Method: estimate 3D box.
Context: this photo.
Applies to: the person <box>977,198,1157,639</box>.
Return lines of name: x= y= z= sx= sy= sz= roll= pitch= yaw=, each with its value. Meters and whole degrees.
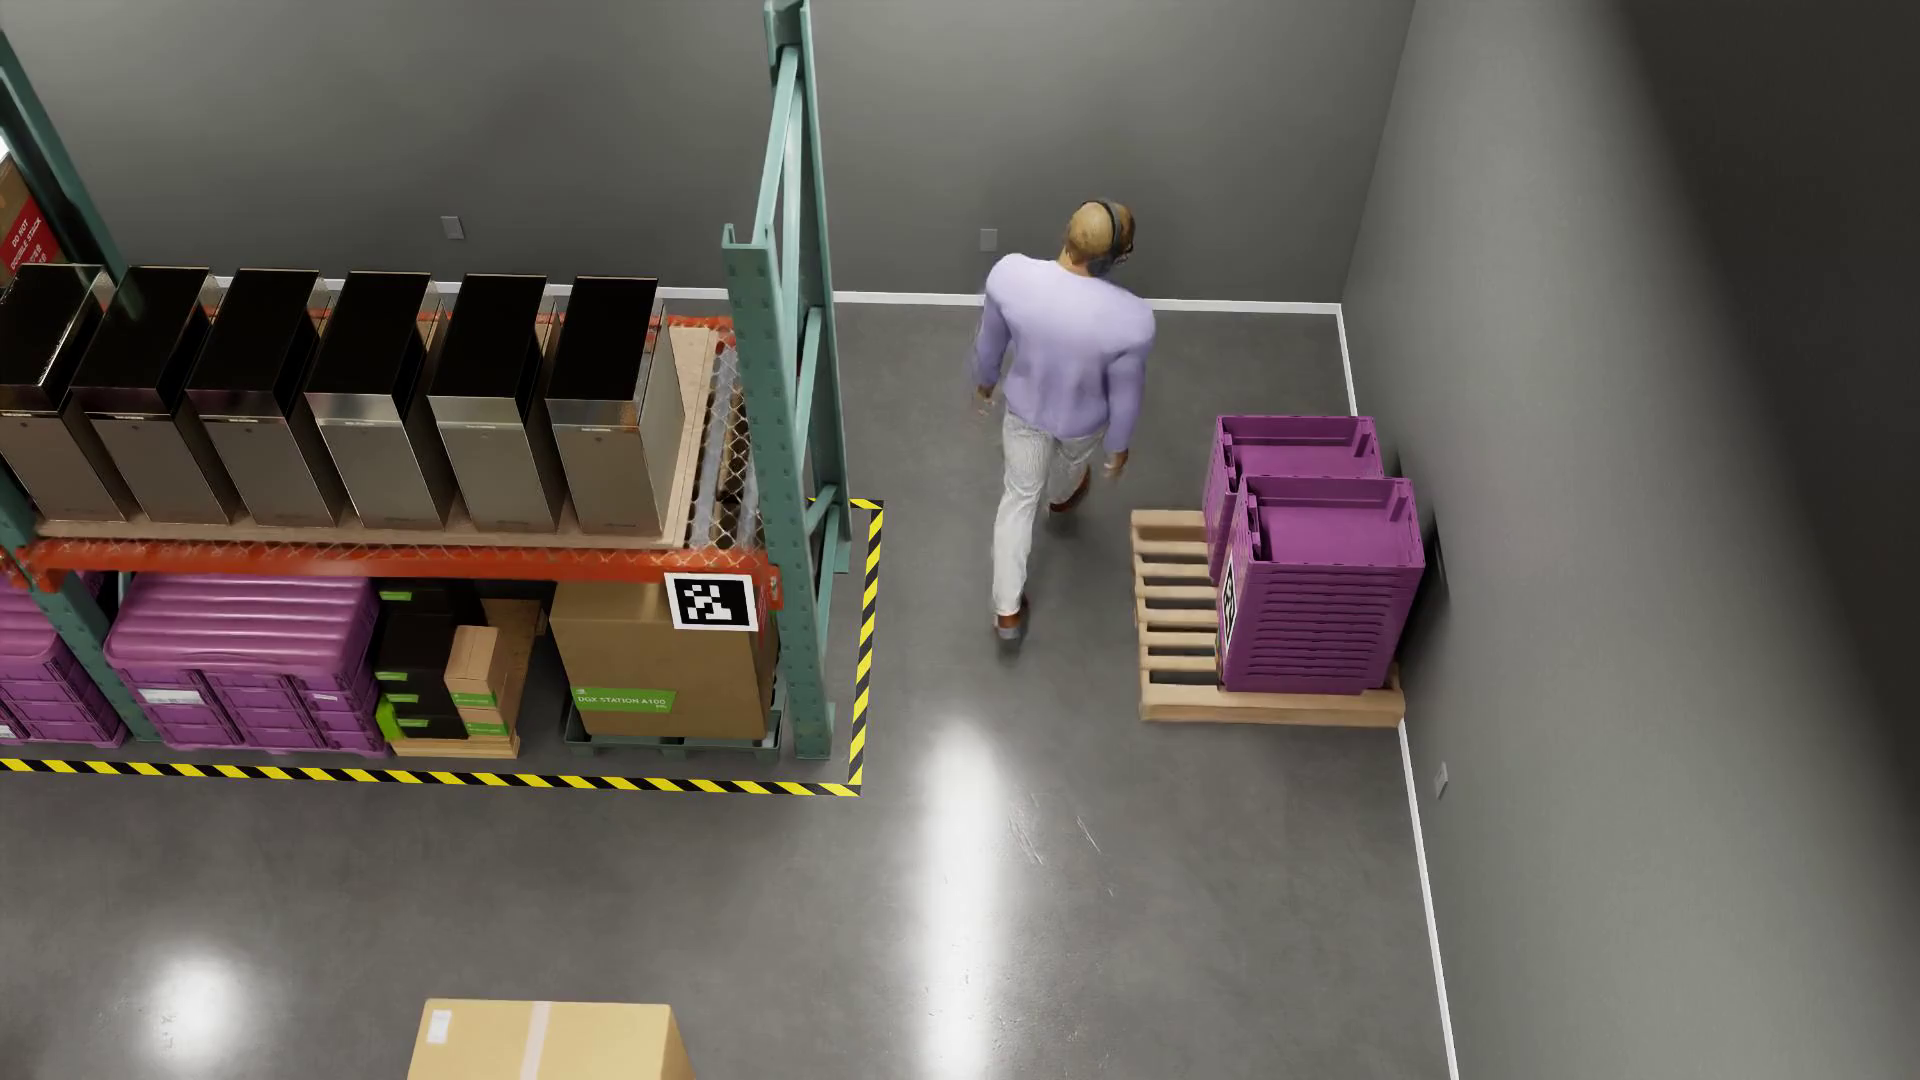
person: x=0.347 y=-0.464 z=6.107 sx=0.667 sy=1.878 sz=1.028 roll=15 pitch=53 yaw=11
